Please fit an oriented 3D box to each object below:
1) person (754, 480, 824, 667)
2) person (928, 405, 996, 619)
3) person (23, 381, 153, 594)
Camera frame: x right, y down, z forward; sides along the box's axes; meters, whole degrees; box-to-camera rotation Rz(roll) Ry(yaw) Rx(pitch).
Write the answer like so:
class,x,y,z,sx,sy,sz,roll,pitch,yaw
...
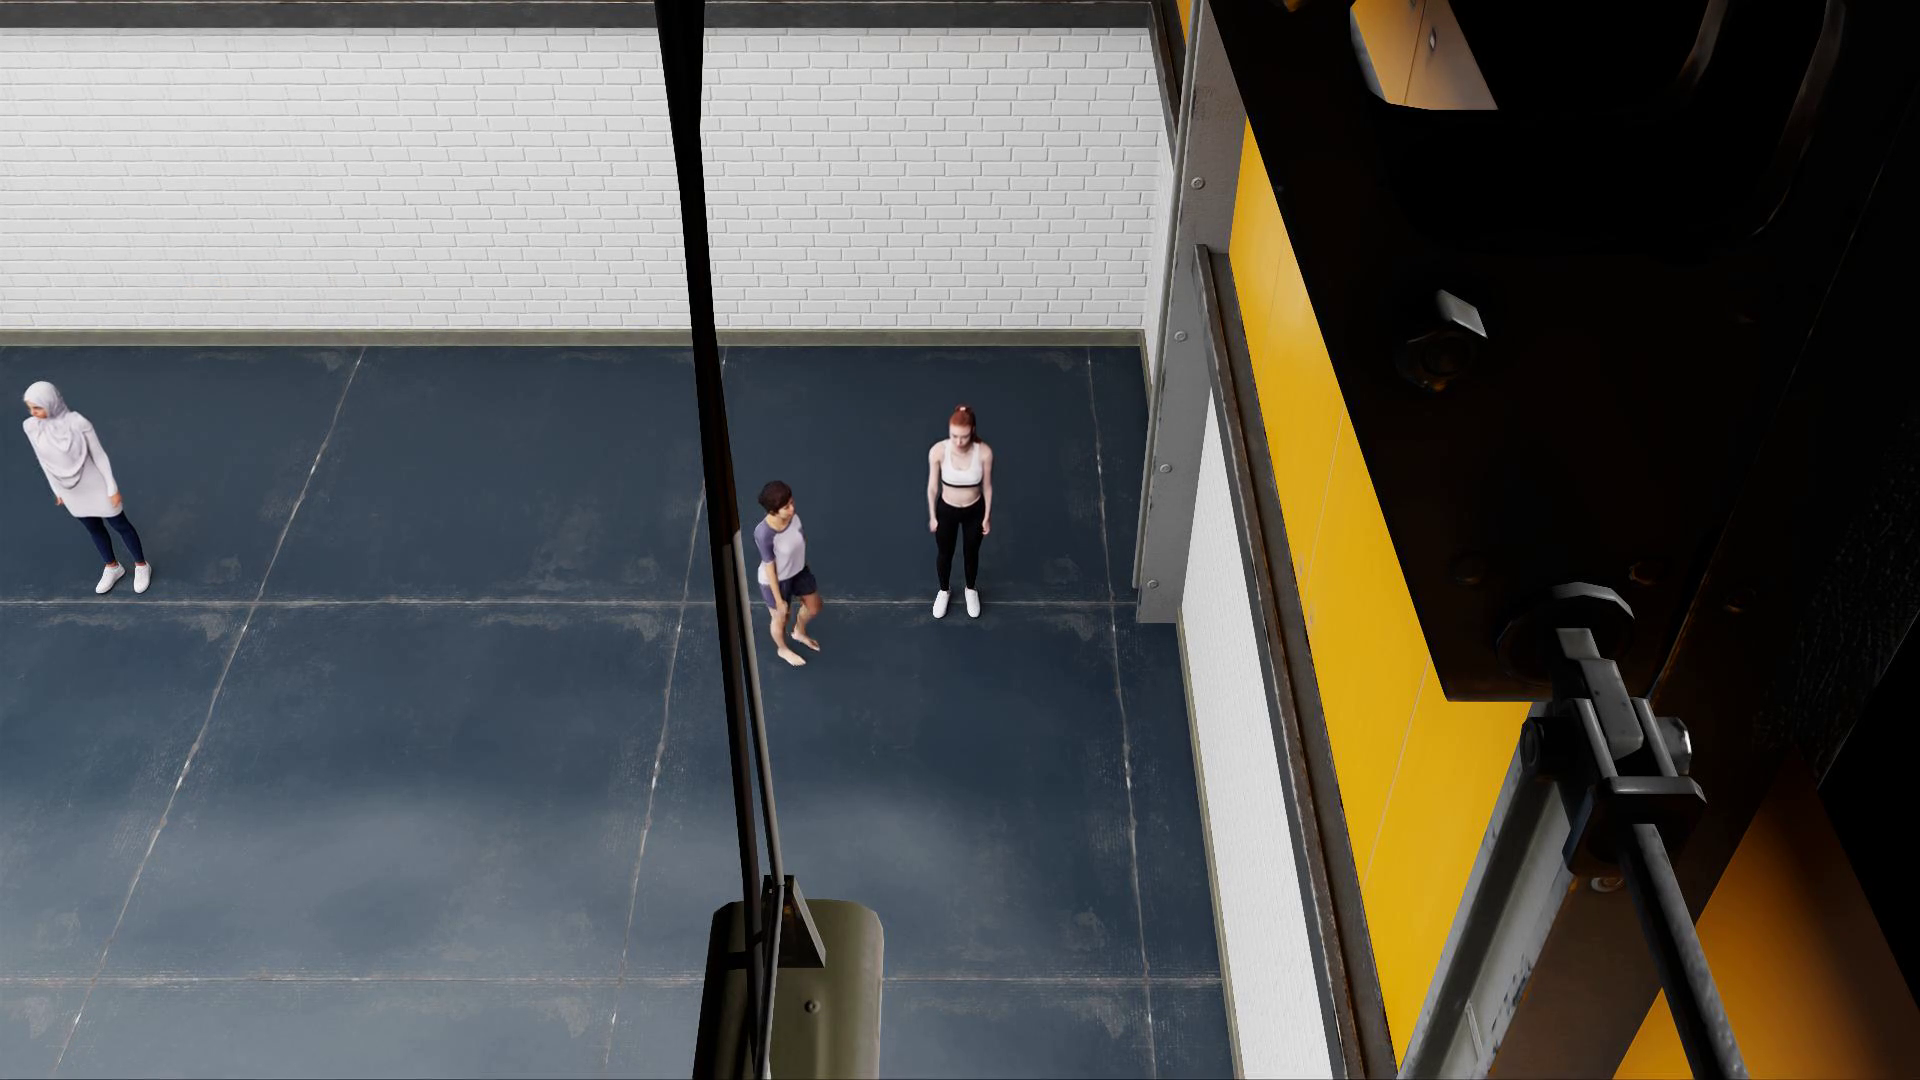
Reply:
class,x,y,z,sx,sy,sz,roll,pitch,yaw
person,-1.195,0.206,10.771,0.744,1.553,0.657,24,48,23
person,0.005,-0.183,11.043,0.579,1.741,0.506,1,44,1
person,-5.887,-0.365,11.209,0.603,1.776,0.524,1,44,1
